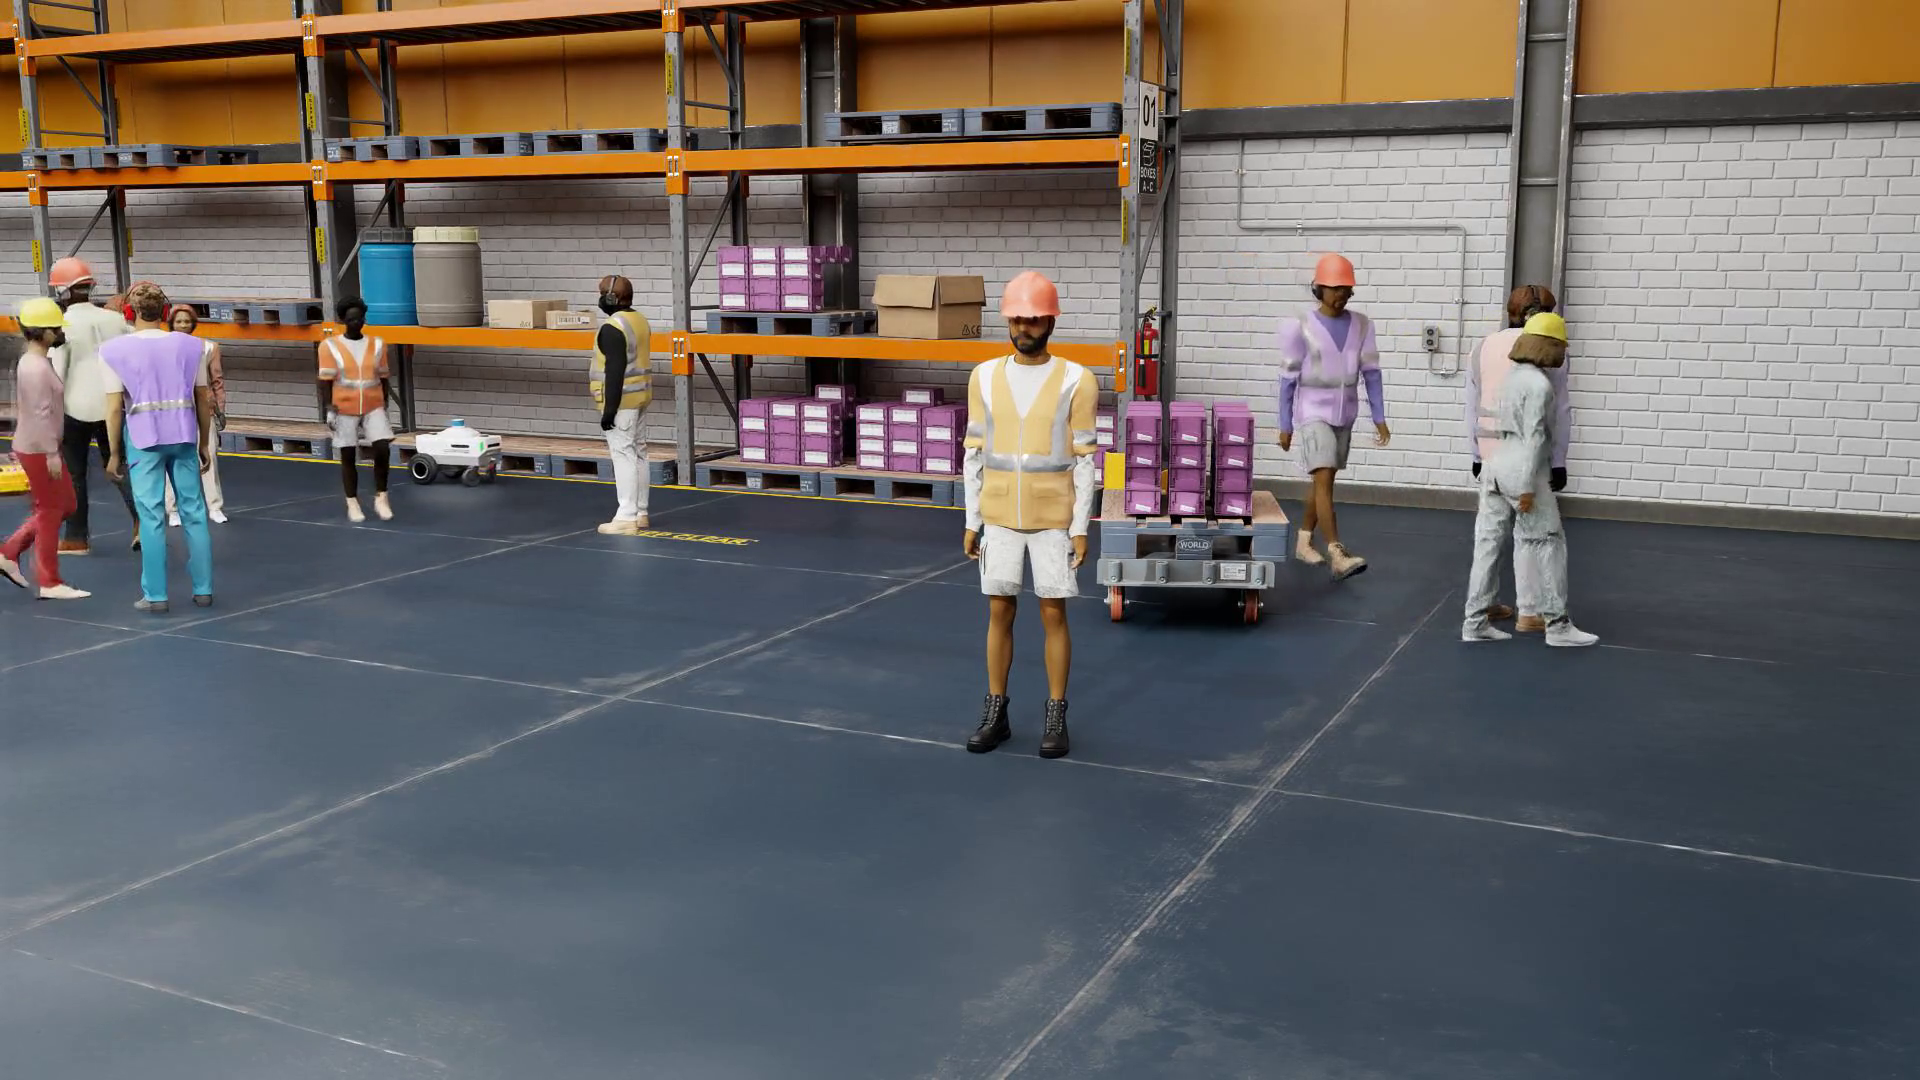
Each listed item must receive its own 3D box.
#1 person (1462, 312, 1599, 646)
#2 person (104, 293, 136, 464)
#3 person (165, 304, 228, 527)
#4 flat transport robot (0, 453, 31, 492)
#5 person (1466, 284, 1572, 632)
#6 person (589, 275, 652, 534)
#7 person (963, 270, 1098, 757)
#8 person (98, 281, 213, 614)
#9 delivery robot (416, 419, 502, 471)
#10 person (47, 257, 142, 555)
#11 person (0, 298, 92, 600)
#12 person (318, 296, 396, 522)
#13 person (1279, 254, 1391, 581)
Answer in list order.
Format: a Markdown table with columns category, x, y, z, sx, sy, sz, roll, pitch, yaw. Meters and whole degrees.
| category | x | y | z | sx | sy | sz | roll | pitch | yaw |
| --- | --- | --- | --- | --- | --- | --- | --- | --- | --- |
| person | 2.952 | -0.301 | 8.499 | 0.749 | 1.701 | 0.490 | -1 | 10 | -7 |
| person | -7.528 | -1.405 | 15.022 | 0.498 | 1.633 | 0.284 | 6 | 11 | 30 |
| person | -5.670 | -0.913 | 12.229 | 0.510 | 1.630 | 0.317 | -6 | 12 | -32 |
| flat transport robot | -8.100 | -0.603 | 14.325 | 0.652 | 0.197 | 1.431 | -8 | 12 | -37 |
| person | 2.995 | -0.436 | 8.894 | 0.430 | 1.840 | 0.622 | -6 | 11 | -30 |
| person | -2.431 | -0.967 | 11.918 | 0.430 | 1.845 | 0.619 | 2 | 10 | 9 |
| person | 0.270 | -0.096 | 6.650 | 0.545 | 1.941 | 0.351 | 3 | 10 | 16 |
| person | -4.456 | -0.508 | 9.275 | 0.563 | 1.847 | 0.392 | -9 | 14 | -43 |
| delivery robot | -4.337 | -0.806 | 14.407 | 0.707 | 0.478 | 0.477 | 3 | 10 | 18 |
| person | -5.713 | -0.865 | 10.956 | 0.743 | 1.974 | 0.643 | 6 | 11 | 29 |
| person | -5.308 | -0.510 | 9.571 | 0.481 | 1.756 | 0.532 | -4 | 11 | -24 |
| person | -4.445 | -0.951 | 12.287 | 0.536 | 1.681 | 0.503 | -6 | 12 | -32 |
| person | 2.325 | -0.764 | 10.338 | 0.614 | 1.986 | 1.026 | -4 | 11 | -20 |
